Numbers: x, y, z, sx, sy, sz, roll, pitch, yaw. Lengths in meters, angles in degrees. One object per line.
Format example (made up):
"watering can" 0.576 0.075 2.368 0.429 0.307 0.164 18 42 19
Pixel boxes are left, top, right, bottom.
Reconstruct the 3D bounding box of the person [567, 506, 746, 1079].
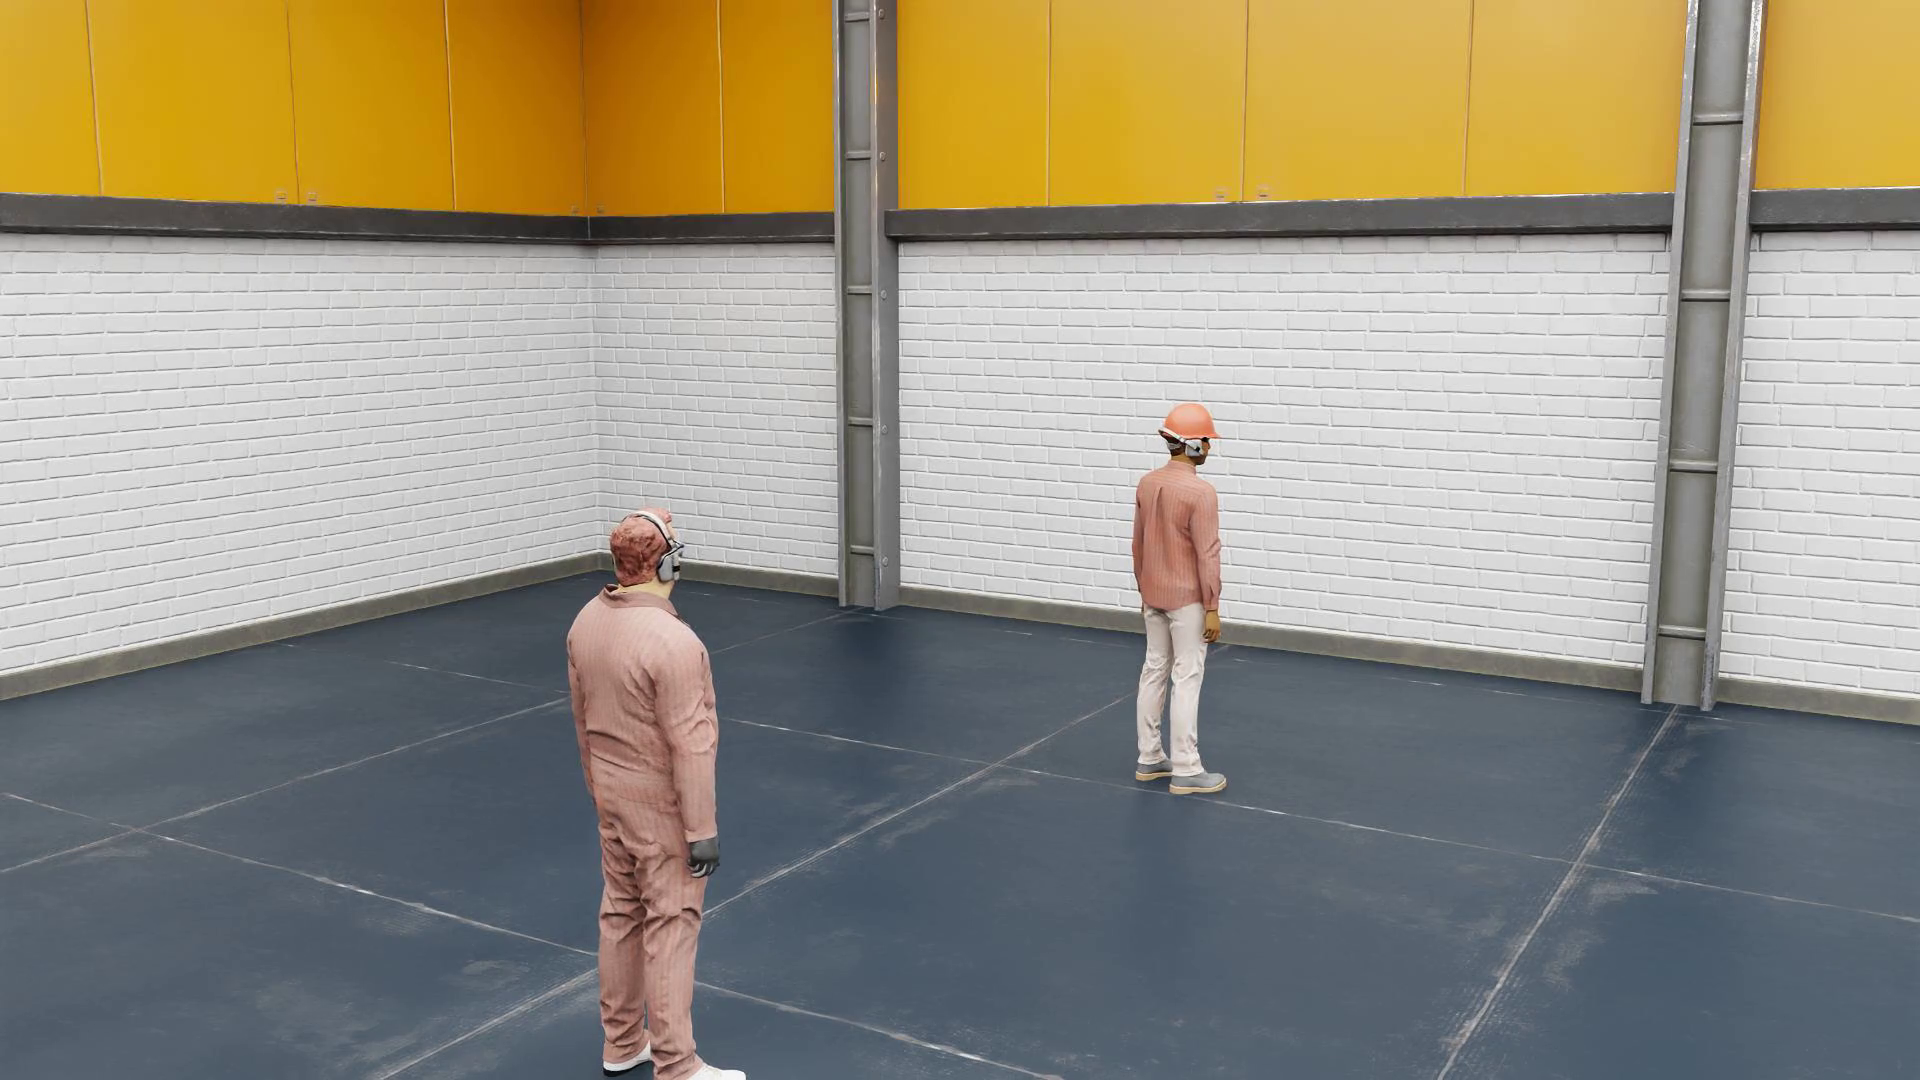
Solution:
"person" -0.969 0.845 5.352 0.409 1.911 0.651 -8 12 -42

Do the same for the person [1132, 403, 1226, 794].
"person" 1.137 0.292 8.540 0.396 1.992 0.619 -5 11 -30
